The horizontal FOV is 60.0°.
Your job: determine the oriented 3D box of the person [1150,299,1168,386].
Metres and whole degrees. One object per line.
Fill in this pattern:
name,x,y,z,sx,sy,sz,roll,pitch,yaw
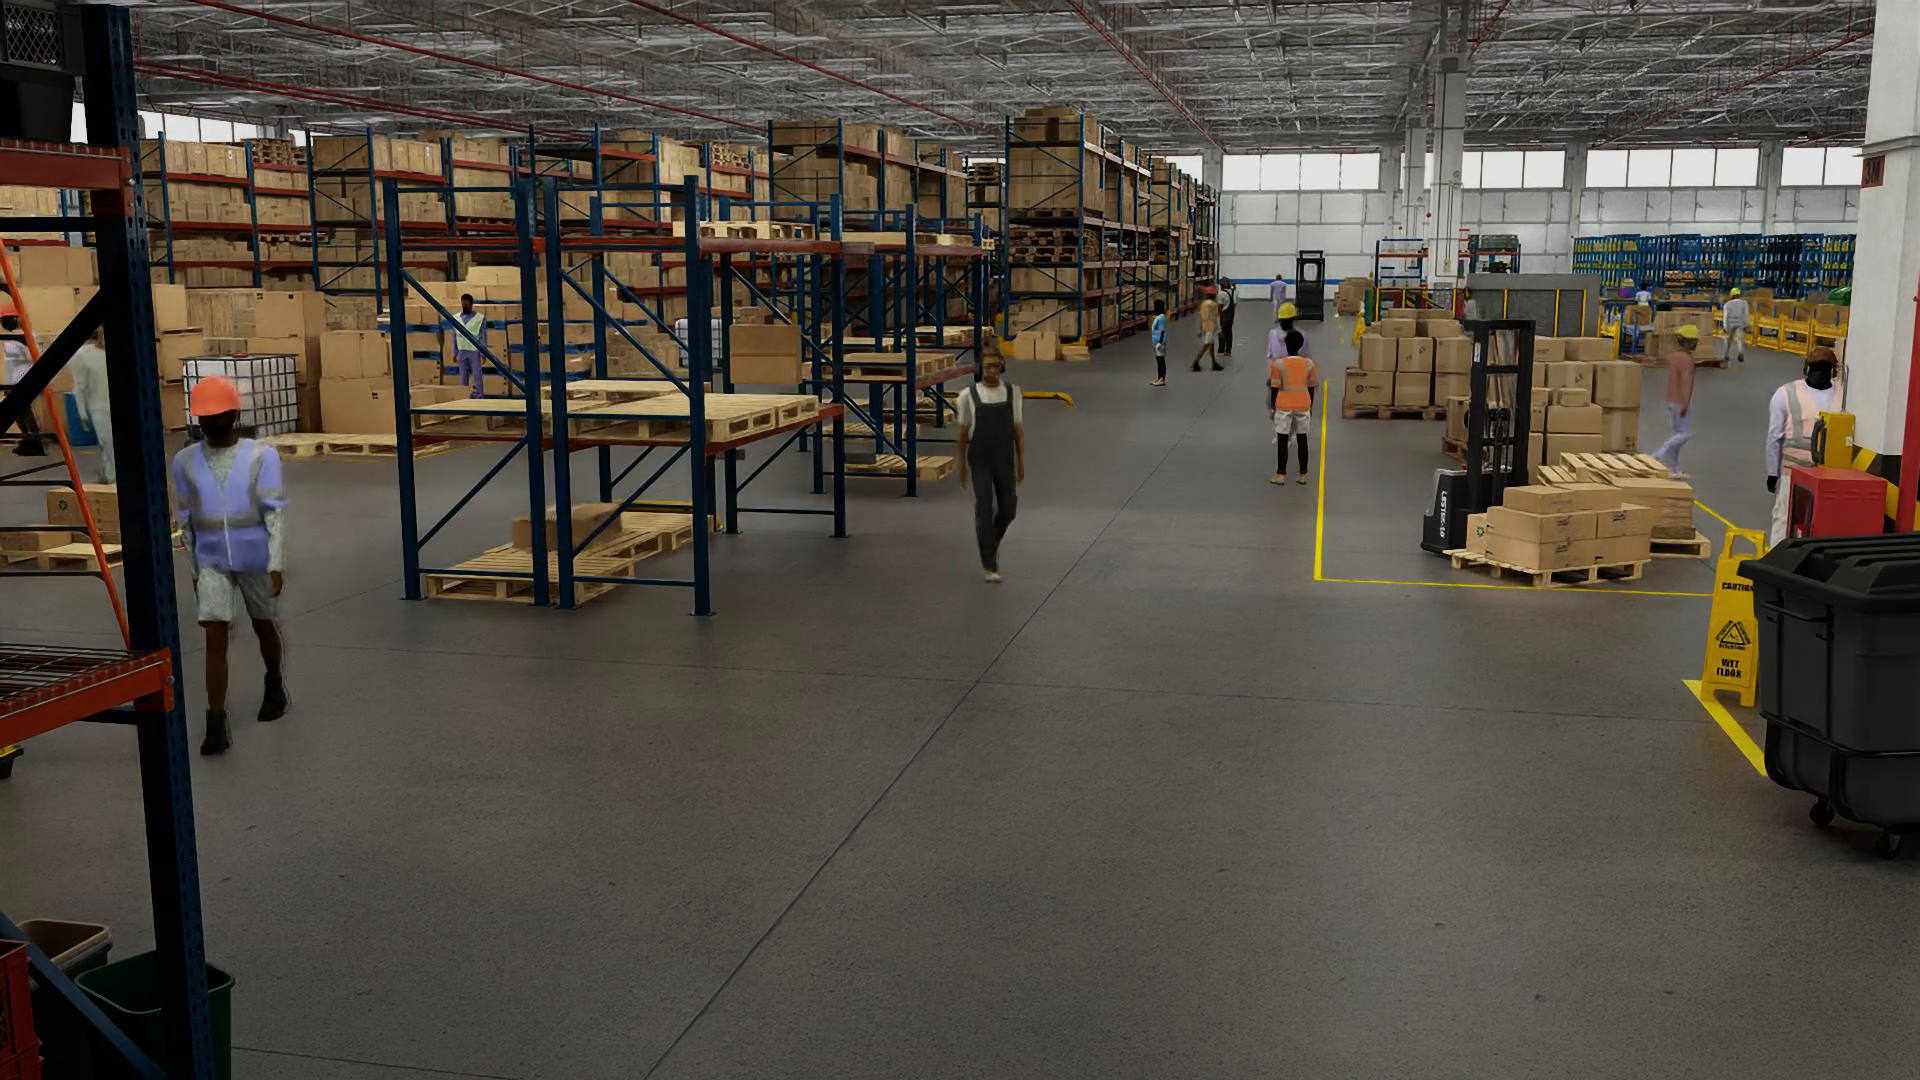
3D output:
person,3.906,-3.857,32.568,0.322,1.692,0.572,0,10,-2

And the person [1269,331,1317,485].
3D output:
person,3.638,-1.439,18.230,0.535,1.697,0.318,-2,10,-10

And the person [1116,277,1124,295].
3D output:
person,8.179,-12.893,85.311,0.395,1.945,0.618,-6,11,-33

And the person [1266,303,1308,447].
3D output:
person,4.281,-2.164,21.894,0.600,1.903,0.436,8,12,40

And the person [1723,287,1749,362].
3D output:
person,18.798,-5.215,40.291,0.595,1.803,0.834,2,10,12

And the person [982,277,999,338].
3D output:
person,0.961,-7.345,52.581,0.641,1.908,0.407,-5,11,-28

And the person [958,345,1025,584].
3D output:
person,0.233,-0.593,12.830,0.529,1.827,0.538,-2,10,-13

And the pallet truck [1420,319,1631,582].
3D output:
pallet truck,4.543,-0.757,13.299,0.823,1.965,1.885,-4,10,-22

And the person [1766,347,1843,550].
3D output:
person,6.250,-0.494,12.209,0.631,1.839,0.428,1,10,7

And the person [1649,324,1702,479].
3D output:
person,8.052,-1.545,18.699,0.472,1.751,0.522,0,10,2

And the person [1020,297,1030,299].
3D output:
person,2.172,-7.468,53.921,0.531,1.697,0.322,-5,11,-25

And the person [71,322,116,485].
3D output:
person,-8.636,-1.313,16.845,0.779,1.916,0.638,8,13,40

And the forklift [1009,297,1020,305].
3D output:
forklift,2.310,-8.473,56.381,1.129,2.768,1.873,2,10,12

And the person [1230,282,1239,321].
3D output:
person,10.225,-8.874,62.456,0.515,1.617,0.565,6,11,31

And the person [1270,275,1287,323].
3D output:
person,12.438,-9.440,65.083,0.649,1.876,1.069,2,10,13

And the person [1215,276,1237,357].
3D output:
person,6.701,-5.694,42.408,0.537,2.000,0.683,9,13,42

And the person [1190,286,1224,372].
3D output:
person,5.463,-4.657,36.728,0.991,1.896,0.558,-5,11,-27

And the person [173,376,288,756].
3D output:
person,-3.753,0.092,8.601,0.545,1.893,0.992,-2,10,-12

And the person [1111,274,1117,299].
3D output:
person,8.293,-13.525,89.415,0.664,1.819,0.681,0,10,2

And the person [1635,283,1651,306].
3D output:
person,23.393,-7.975,56.978,0.533,1.676,0.681,3,10,17

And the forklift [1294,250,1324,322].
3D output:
forklift,13.778,-10.002,65.433,1.129,2.768,1.873,2,10,12

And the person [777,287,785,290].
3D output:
person,-7.736,-10.504,71.239,0.580,1.919,0.530,0,10,2

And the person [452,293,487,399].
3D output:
person,-8.033,-3.076,27.266,0.589,1.919,0.392,1,10,7

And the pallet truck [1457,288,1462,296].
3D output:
pallet truck,20.506,-9.785,68.819,0.653,1.274,1.630,2,10,12

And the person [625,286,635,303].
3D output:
person,-6.452,-4.018,32.743,0.485,1.949,0.651,9,13,43

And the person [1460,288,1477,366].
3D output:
person,11.689,-4.917,38.465,0.980,1.812,0.550,5,11,28

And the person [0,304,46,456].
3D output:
person,-11.832,-2.000,20.929,0.566,1.900,0.683,-1,10,-8
